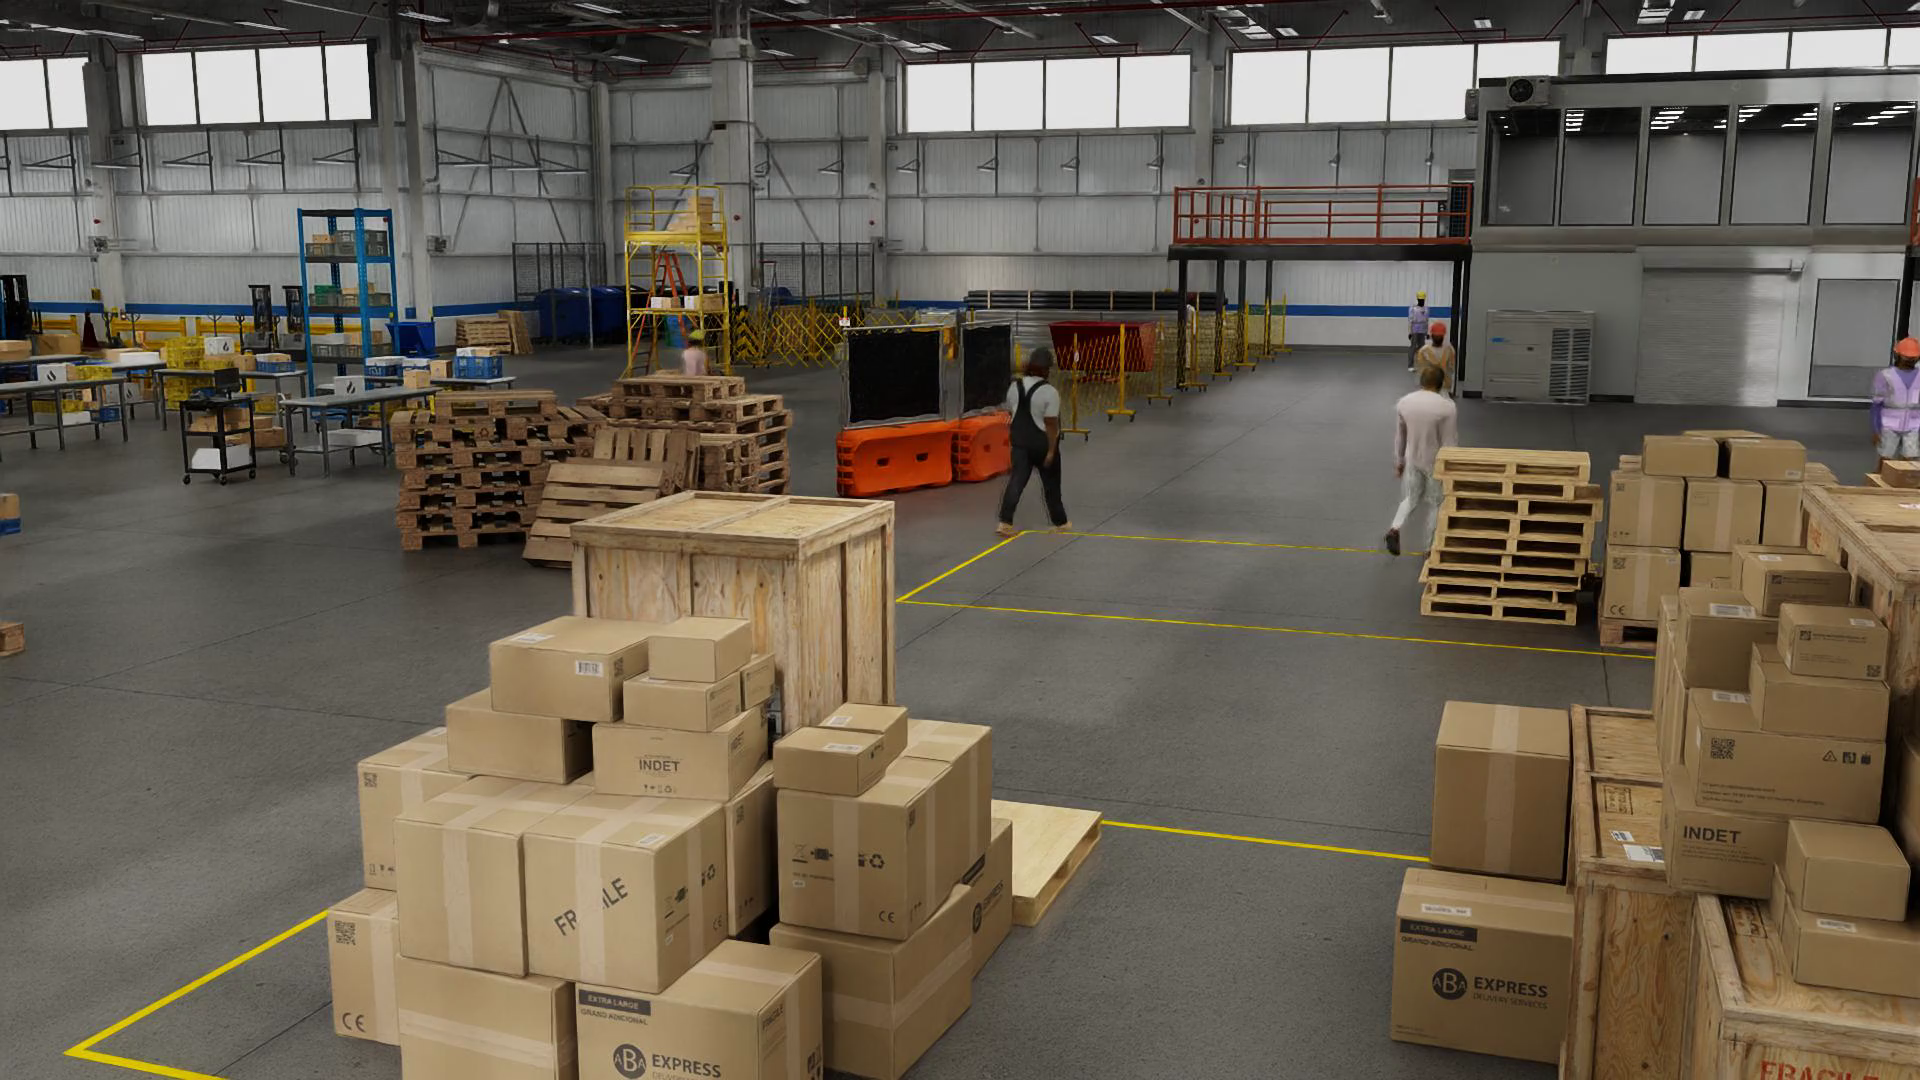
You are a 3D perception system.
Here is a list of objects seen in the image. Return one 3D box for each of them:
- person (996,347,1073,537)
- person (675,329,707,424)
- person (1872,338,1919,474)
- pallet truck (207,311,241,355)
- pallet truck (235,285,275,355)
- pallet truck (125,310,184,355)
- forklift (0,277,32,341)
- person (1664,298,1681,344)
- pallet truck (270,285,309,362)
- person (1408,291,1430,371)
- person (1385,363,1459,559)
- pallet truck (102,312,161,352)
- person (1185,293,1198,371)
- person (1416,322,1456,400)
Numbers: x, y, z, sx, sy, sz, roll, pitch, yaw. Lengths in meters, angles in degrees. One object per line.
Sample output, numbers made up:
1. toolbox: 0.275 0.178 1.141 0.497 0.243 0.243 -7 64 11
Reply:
1. person: 0.762 -1.041 17.302 0.682 2.000 1.003 8 13 39
2. person: -4.164 -2.422 25.963 0.532 1.729 0.873 7 12 33
3. person: 10.467 -1.222 18.466 0.617 2.003 0.960 2 10 13
4. pallet truck: -19.537 -5.575 44.913 0.653 1.274 1.630 3 11 19
5. pallet truck: -18.327 -5.835 44.421 0.823 1.965 1.885 4 11 23
6. pallet truck: -22.038 -5.665 45.457 0.704 1.261 1.522 3 11 17
7. forklift: -27.151 -6.329 46.328 1.157 1.987 2.680 3 11 17
8. person: 16.301 -4.616 38.061 0.998 1.827 0.507 1 10 4
9. pallet truck: -17.147 -5.700 43.663 0.823 1.965 1.885 3 11 17
10. person: 11.054 -5.018 40.018 0.594 1.924 0.382 -4 11 -22
11. person: 4.458 -0.741 15.975 0.682 1.912 0.636 -9 14 -43
12. pallet truck: -23.057 -5.777 46.261 0.680 1.201 1.601 3 11 19
13. person: 5.511 -4.996 40.020 0.362 1.883 0.575 -3 10 -14
14. person: 6.932 -2.198 24.164 0.579 1.912 0.750 1 10 5
